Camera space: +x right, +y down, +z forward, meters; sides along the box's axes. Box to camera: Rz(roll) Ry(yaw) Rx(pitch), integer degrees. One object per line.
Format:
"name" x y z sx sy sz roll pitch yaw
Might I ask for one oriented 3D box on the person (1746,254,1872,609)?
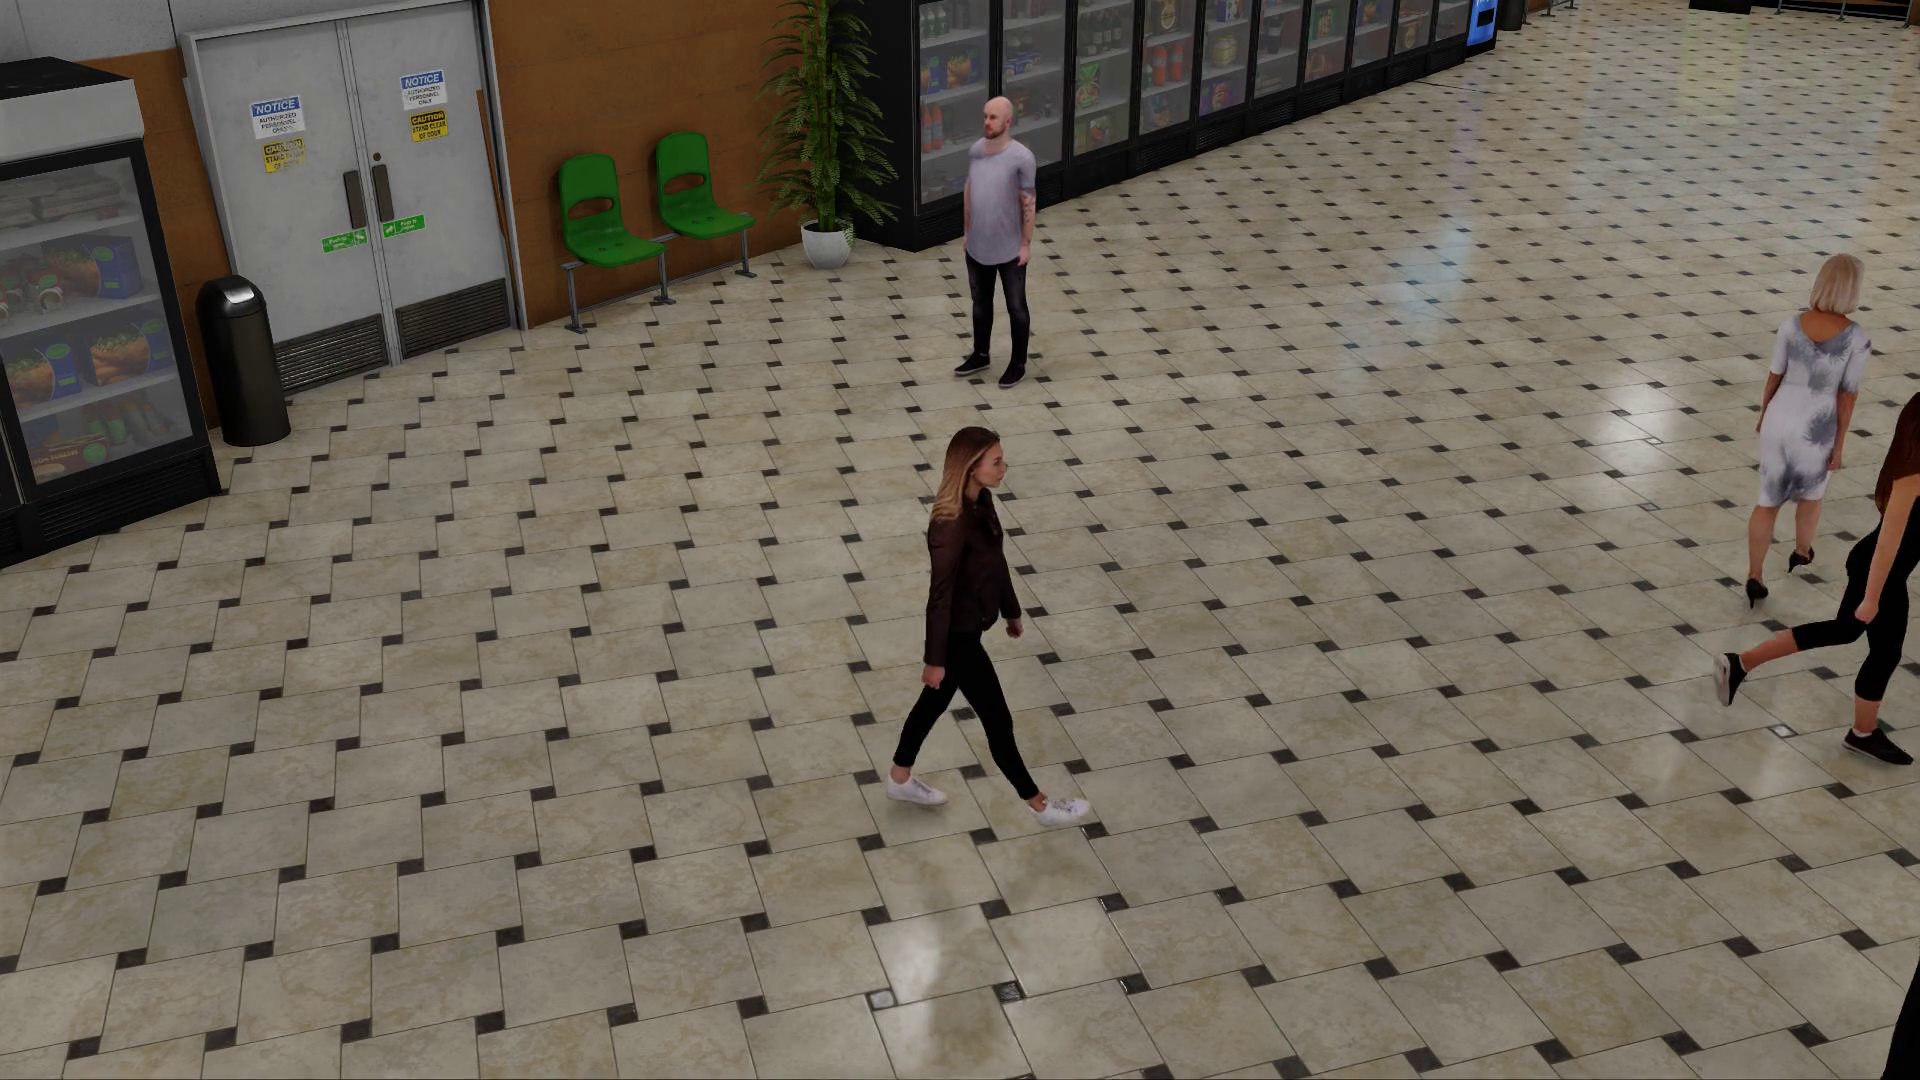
"person" 3.962 -0.469 7.884 0.841 1.722 0.648 20 33 34

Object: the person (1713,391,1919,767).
"person" 3.604 0.143 6.715 1.094 1.688 0.736 13 30 24

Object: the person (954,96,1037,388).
"person" 0.242 -1.900 10.577 0.519 1.837 0.733 19 32 33

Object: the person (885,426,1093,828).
"person" -0.074 0.362 6.318 1.183 1.655 0.944 7 28 14
